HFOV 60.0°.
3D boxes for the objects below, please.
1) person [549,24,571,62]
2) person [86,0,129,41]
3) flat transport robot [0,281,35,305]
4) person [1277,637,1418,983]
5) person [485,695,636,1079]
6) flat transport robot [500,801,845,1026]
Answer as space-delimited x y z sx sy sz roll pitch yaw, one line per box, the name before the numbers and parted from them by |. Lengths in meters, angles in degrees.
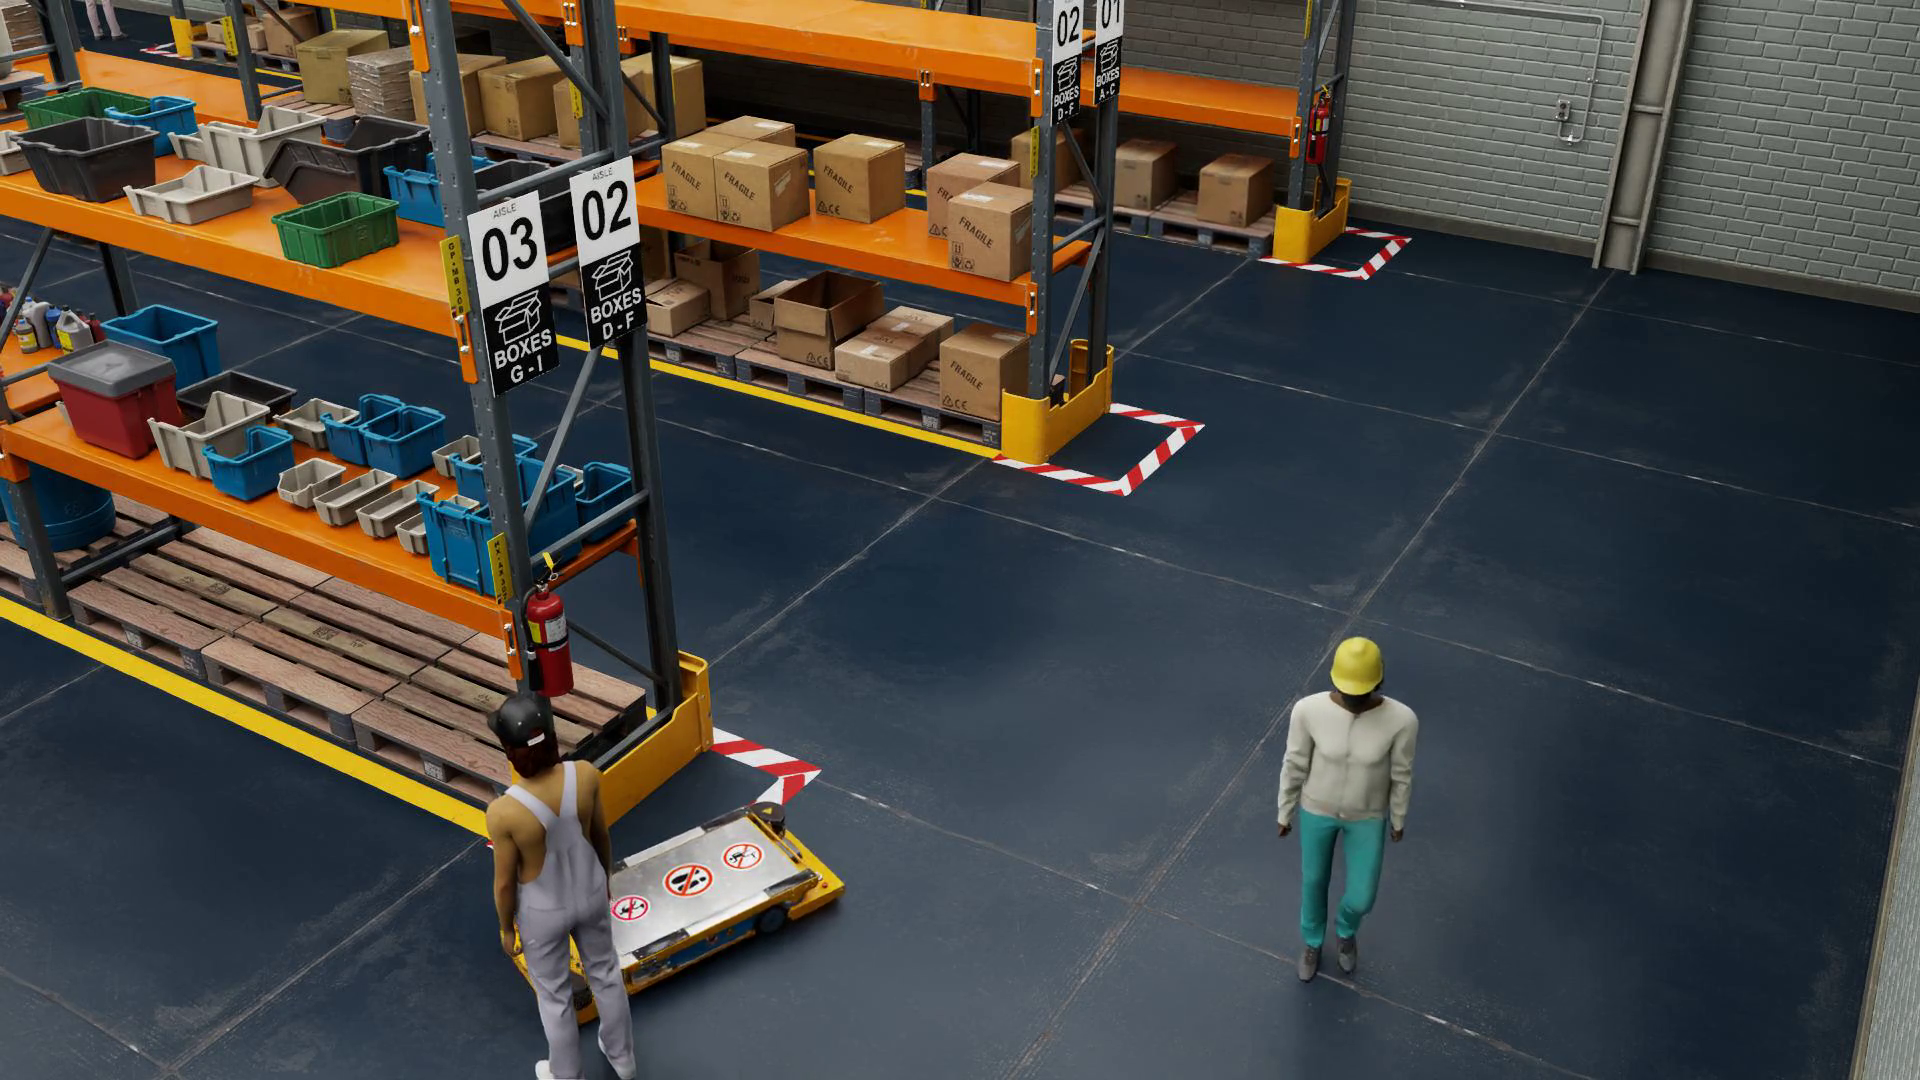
person | -3.987 -4.495 17.239 0.531 1.690 0.322 11 31 20
person | -12.108 -7.911 23.208 0.564 1.845 0.388 1 29 2
flat transport robot | -8.604 -2.054 14.319 1.431 0.231 0.659 19 34 30
person | 1.604 1.167 7.014 0.542 1.750 0.385 8 30 14
person | -1.595 1.394 6.514 0.487 1.848 0.440 -21 35 -33
flat transport robot | -1.303 1.681 7.617 1.431 0.231 0.659 -20 35 -32
